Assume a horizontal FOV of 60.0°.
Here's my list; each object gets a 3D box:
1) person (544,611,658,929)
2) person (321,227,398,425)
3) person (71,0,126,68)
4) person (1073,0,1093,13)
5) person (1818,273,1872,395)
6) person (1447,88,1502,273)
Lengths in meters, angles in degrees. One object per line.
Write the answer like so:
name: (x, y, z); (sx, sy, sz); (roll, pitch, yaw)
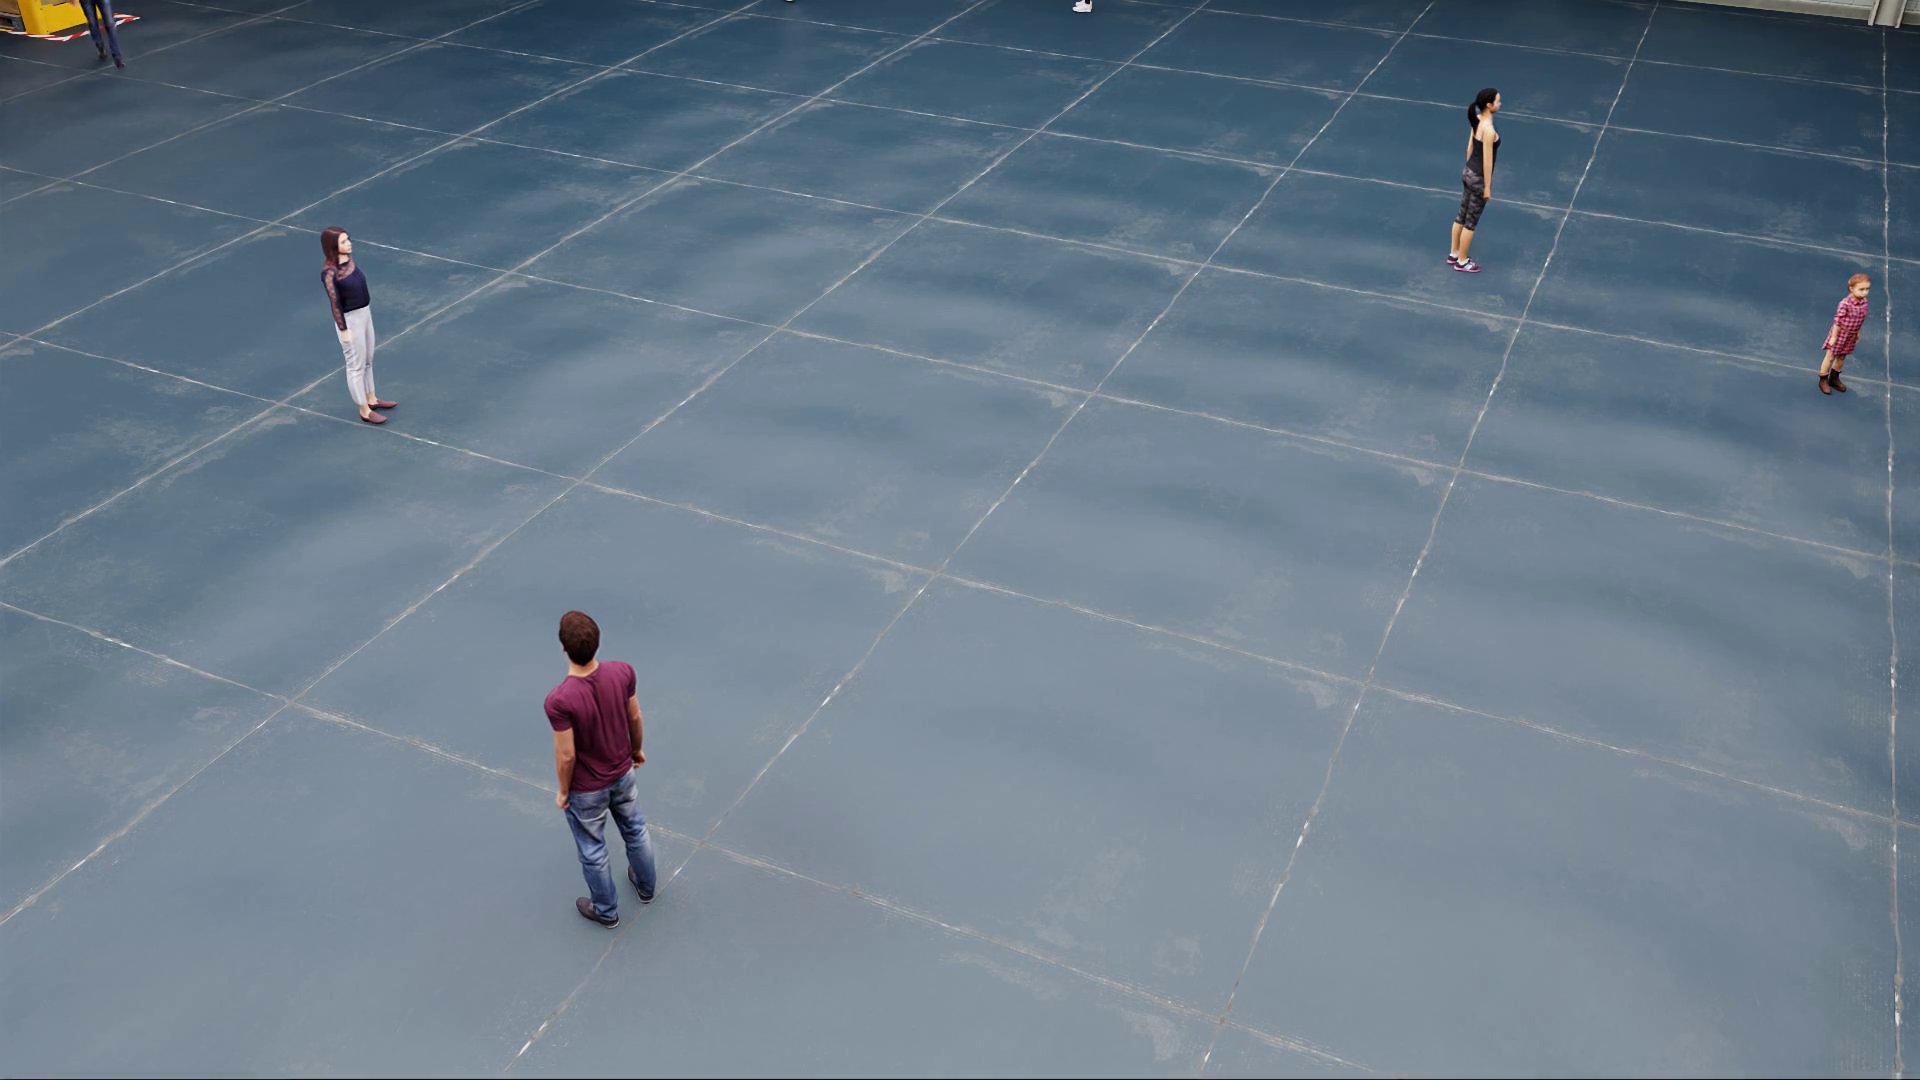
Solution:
person: (-1.808, 1.151, 8.328); (0.672, 1.852, 0.733); (28, 42, 37)
person: (-4.748, -1.699, 13.075); (0.668, 1.608, 0.677); (1, 32, 1)
person: (-11.146, -7.022, 21.316); (1.106, 1.818, 1.311); (-18, 37, -27)
person: (1.799, -8.392, 23.560); (0.574, 1.742, 0.606); (9, 33, 14)
person: (7.272, -1.711, 13.644); (0.495, 1.021, 0.563); (-8, 33, -12)
person: (4.847, -3.392, 15.645); (0.698, 1.729, 0.666); (-4, 32, -6)
